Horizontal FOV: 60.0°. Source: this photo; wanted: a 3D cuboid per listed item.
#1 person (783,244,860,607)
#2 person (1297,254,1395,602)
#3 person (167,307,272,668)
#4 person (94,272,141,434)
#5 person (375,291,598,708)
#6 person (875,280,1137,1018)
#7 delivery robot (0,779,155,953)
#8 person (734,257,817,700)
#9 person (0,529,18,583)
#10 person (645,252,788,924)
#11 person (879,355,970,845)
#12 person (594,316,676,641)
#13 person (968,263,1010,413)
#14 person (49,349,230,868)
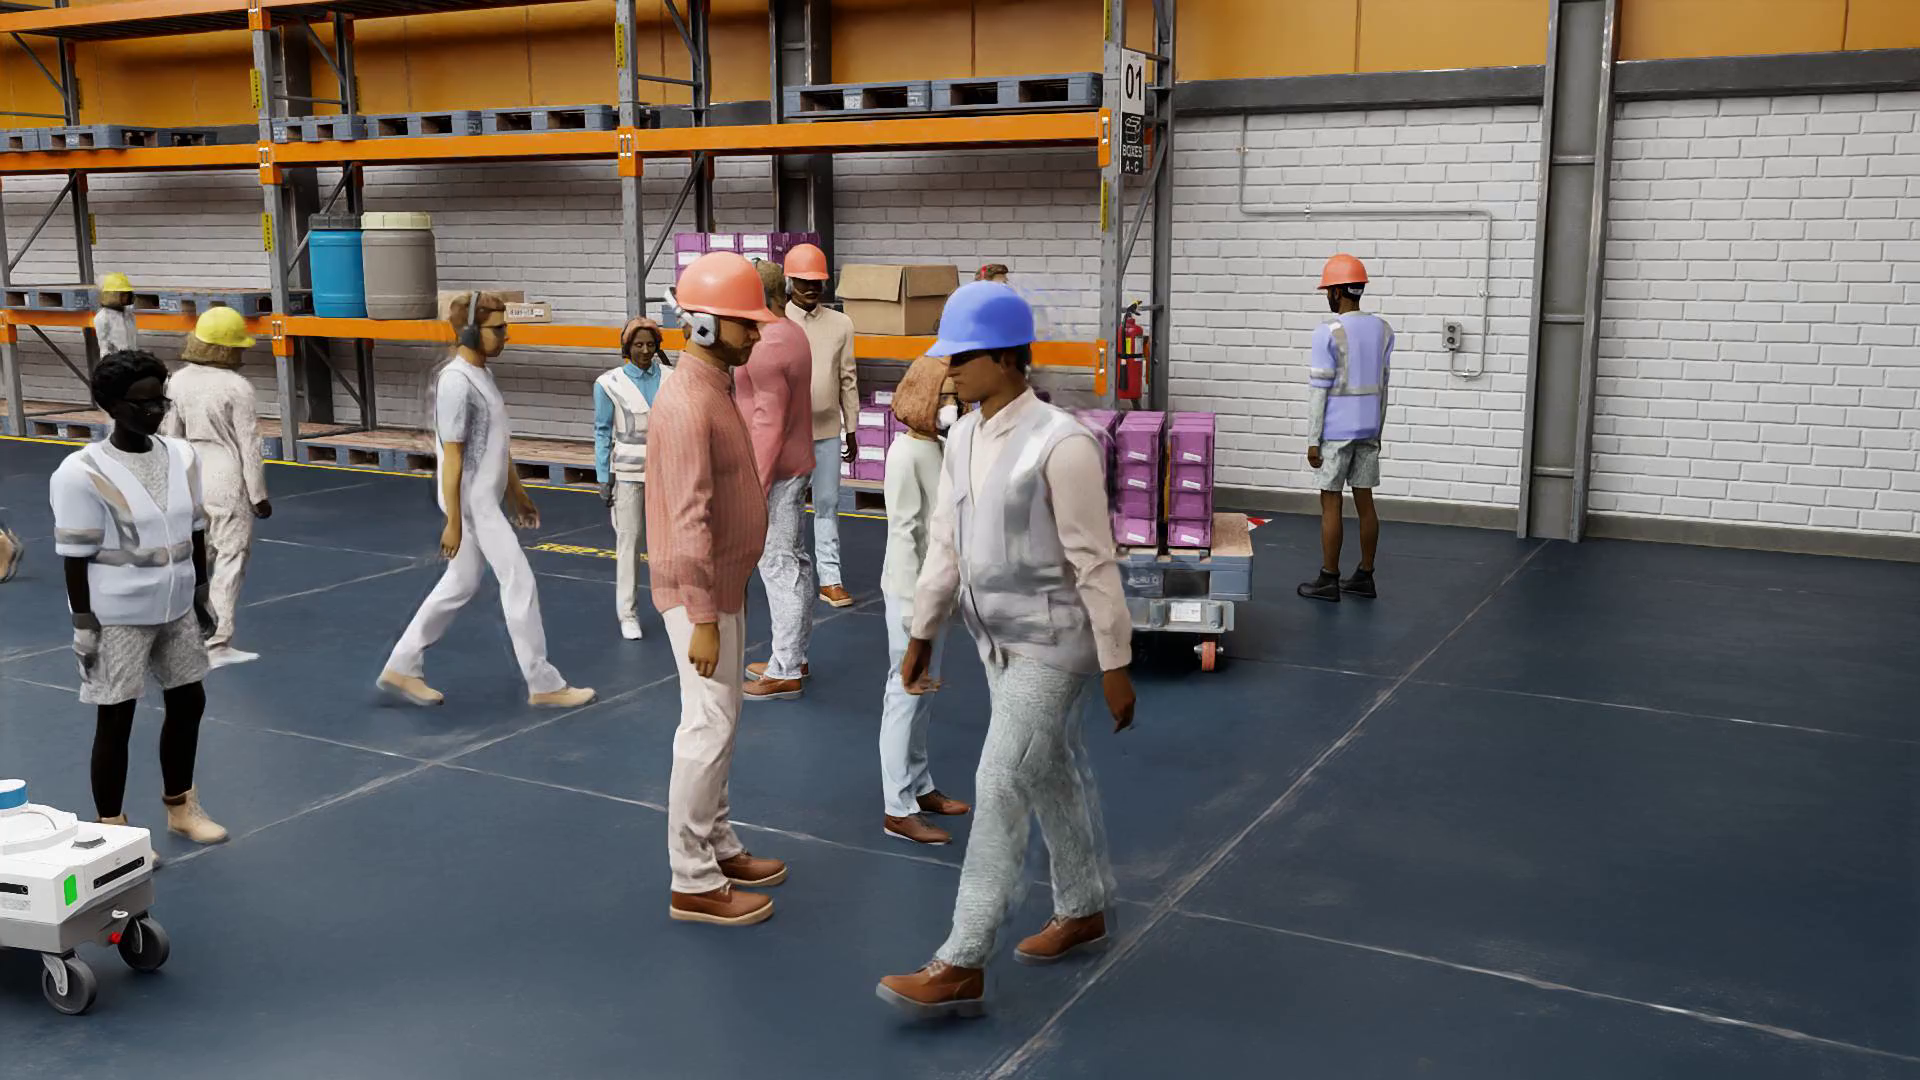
[{"bbox_3d":[-0.830,-0.600,9.025,0.613,1.986,0.405,-5,12,-26],"label":"person"},{"bbox_3d":[2.130,-0.614,9.259,0.543,1.929,0.386,-5,12,-28],"label":"person"},{"bbox_3d":[-3.524,-0.232,7.803,0.620,1.705,0.357,4,11,21],"label":"person"},{"bbox_3d":[-6.940,-1.350,13.830,0.362,1.731,0.488,3,11,15],"label":"person"},{"bbox_3d":[-2.079,-0.154,7.068,0.924,1.808,0.511,-2,10,-9],"label":"person"},{"bbox_3d":[0.080,0.286,4.382,0.917,1.902,0.661,-6,12,-28],"label":"person"},{"bbox_3d":[-2.560,0.892,4.499,0.707,0.478,0.477,3,11,15],"label":"delivery robot"},{"bbox_3d":[-0.823,-0.262,7.306,0.372,1.934,0.627,1,10,5],"label":"person"},{"bbox_3d":[-5.771,-0.649,9.278,0.622,2.006,1.026,3,11,15],"label":"person"},{"bbox_3d":[-0.719,0.152,4.916,0.408,1.980,0.627,0,10,-2],"label":"person"},{"bbox_3d":[-0.115,0.192,5.641,0.286,1.632,0.500,3,11,16],"label":"person"},{"bbox_3d":[-1.591,-0.312,8.408,0.526,1.631,0.311,-7,12,-32],"label":"person"},{"bbox_3d":[0.180,-0.876,10.896,0.386,1.849,0.568,8,13,36],"label":"person"},{"bbox_3d":[-2.619,0.230,5.321,0.345,1.677,0.537,4,11,22],"label":"person"}]
